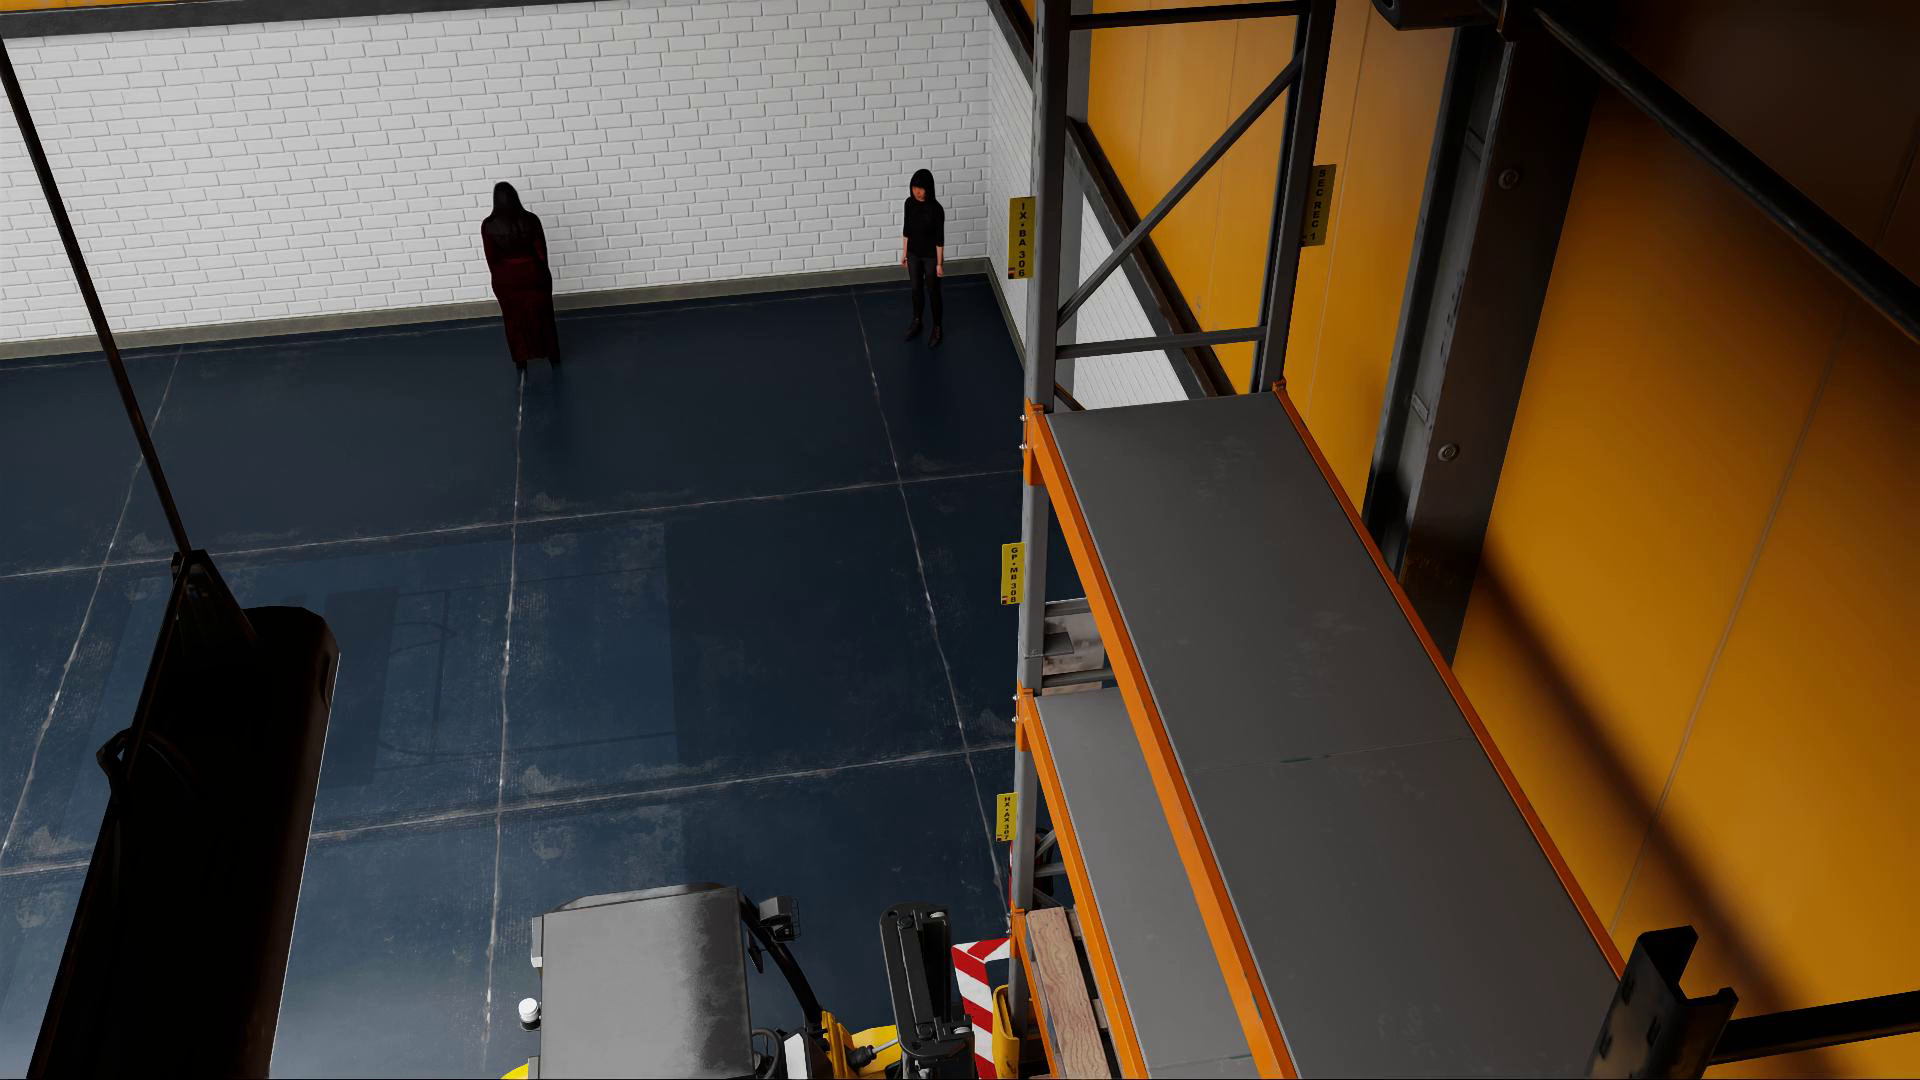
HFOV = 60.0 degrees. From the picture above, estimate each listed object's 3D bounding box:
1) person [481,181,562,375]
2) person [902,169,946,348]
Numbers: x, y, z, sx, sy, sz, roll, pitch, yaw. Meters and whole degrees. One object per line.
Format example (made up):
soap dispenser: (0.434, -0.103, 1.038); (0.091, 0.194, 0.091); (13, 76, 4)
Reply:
person: (-3.686, -2.199, 13.984); (0.680, 1.757, 0.622); (-10, 40, -13)
person: (-0.302, -2.478, 14.427); (0.637, 1.641, 0.681); (20, 43, 23)
